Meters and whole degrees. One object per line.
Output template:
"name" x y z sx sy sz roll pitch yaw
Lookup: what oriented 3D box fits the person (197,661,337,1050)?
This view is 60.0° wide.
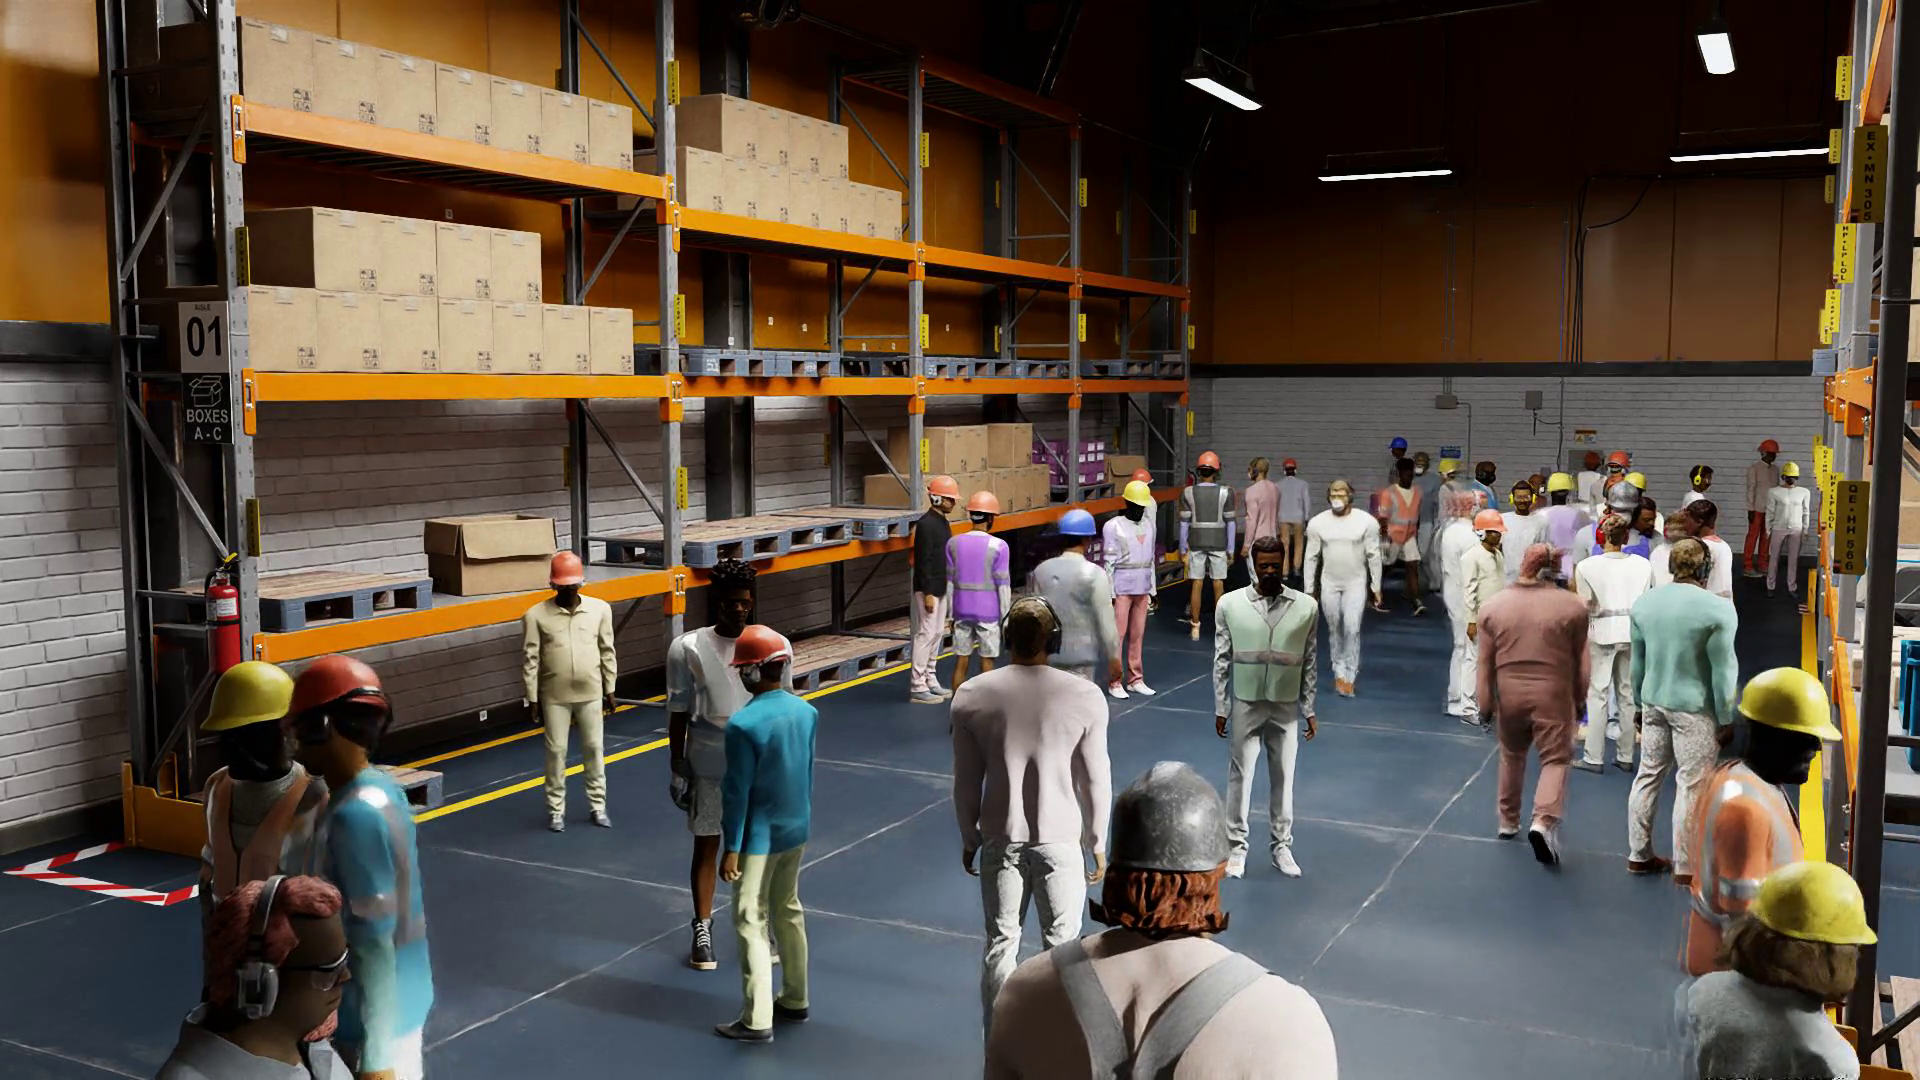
"person" -2.100 1.320 5.083 0.593 1.924 0.380 2 6 22

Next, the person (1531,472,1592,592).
"person" 5.767 0.309 16.051 0.615 1.919 0.481 0 5 2

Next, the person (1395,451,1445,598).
"person" 5.866 -0.183 21.331 0.718 1.909 0.449 4 7 36

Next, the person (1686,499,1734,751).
"person" 5.570 0.649 12.423 0.399 1.906 0.603 5 7 43

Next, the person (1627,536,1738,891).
"person" 3.970 0.942 9.179 0.387 1.931 0.627 -3 6 -29

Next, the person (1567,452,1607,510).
"person" 8.739 -0.309 23.165 0.592 1.840 1.006 3 6 31

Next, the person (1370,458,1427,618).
"person" 5.253 -0.038 19.839 0.640 1.892 1.071 -2 6 -16

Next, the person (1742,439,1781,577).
"person" 11.513 -0.448 23.817 0.611 1.985 0.412 -3 6 -25

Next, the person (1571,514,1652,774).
"person" 4.604 0.738 11.770 0.567 1.846 0.389 -1 5 -11

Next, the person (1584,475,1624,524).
"person" 6.386 0.298 16.343 0.575 1.880 0.358 0 5 1

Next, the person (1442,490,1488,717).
"person" 4.265 0.534 13.740 0.525 1.889 0.662 0 5 5

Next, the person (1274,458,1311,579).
"person" 4.691 -0.303 23.622 0.582 1.713 0.644 2 6 18

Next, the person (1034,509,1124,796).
"person" 0.809 0.760 11.149 0.645 1.925 0.622 -5 7 -40

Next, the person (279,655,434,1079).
"person" -1.622 1.335 4.635 0.459 1.997 0.754 -2 6 -20

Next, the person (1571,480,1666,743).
"person" 5.064 0.547 12.791 0.683 2.000 0.538 1 5 15

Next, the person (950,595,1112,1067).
"person" 0.281 1.180 6.529 0.632 1.940 0.372 1 5 10

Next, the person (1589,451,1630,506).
"person" 7.679 -0.049 19.511 0.618 1.986 0.408 5 7 44

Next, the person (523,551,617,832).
"person" -2.403 0.931 10.272 0.573 1.737 0.354 -2 6 -24

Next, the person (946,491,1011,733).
"person" 0.156 0.579 13.083 0.550 1.925 0.391 3 6 26

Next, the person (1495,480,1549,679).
"person" 5.228 0.375 15.542 0.518 1.874 0.326 1 5 13

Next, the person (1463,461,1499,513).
"person" 6.384 -0.051 20.368 0.431 1.835 0.624 4 7 39

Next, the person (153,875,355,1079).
"person" -1.208 1.533 2.962 0.400 1.900 0.642 0 5 -2

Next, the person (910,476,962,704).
"person" -0.193 0.429 14.436 0.434 1.977 0.602 2 6 19

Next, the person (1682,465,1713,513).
"person" 8.246 0.092 18.636 0.327 1.865 0.520 3 6 31

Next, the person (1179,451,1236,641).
"person" 2.662 0.070 17.902 0.605 2.045 0.377 1 5 12

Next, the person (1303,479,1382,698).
"person" 3.363 0.428 14.694 0.673 1.917 0.790 2 6 24

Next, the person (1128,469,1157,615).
"person" 2.167 0.025 19.931 0.327 1.752 0.563 -1 5 -12

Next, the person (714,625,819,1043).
"person" -0.834 1.229 7.075 0.354 1.737 0.574 3 6 29

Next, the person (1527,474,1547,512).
"person" 7.311 -0.030 21.214 0.505 1.626 0.279 -4 6 -34

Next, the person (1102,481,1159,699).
"person" 1.520 0.434 14.665 0.585 1.918 0.377 -4 7 -36

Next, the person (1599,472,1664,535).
"person" 6.495 0.302 16.144 0.589 1.912 0.397 2 6 23

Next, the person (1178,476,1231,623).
"person" 2.892 -0.010 19.409 0.595 1.933 0.801 4 7 38

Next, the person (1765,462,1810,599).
"person" 10.663 -0.119 21.429 0.533 1.765 0.326 1 5 11

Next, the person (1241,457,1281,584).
"person" 3.417 0.020 19.011 0.372 1.940 0.630 4 7 39

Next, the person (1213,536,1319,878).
"person" 1.716 0.928 9.347 0.591 1.919 0.392 0 5 -2

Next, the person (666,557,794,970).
"person" -1.074 1.050 7.852 0.611 1.958 0.368 -1 5 -15

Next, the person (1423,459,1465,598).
"person" 6.200 -0.138 21.376 0.658 1.806 0.632 5 7 45

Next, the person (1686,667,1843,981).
"person" 2.452 1.323 5.159 0.700 1.904 0.620 3 6 28

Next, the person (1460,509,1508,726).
"person" 4.269 0.623 13.499 0.326 1.752 0.561 5 7 43

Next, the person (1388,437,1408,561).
"person" 6.867 -0.635 26.002 0.384 1.948 0.605 0 5 0

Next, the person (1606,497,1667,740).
"person" 5.203 0.610 12.853 0.599 1.905 0.391 -3 6 -27

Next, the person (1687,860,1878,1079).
"person" 1.879 1.547 3.763 0.835 1.700 0.512 -2 6 -20

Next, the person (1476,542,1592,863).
"person" 3.354 0.923 9.757 0.636 1.851 0.865 3 6 32
